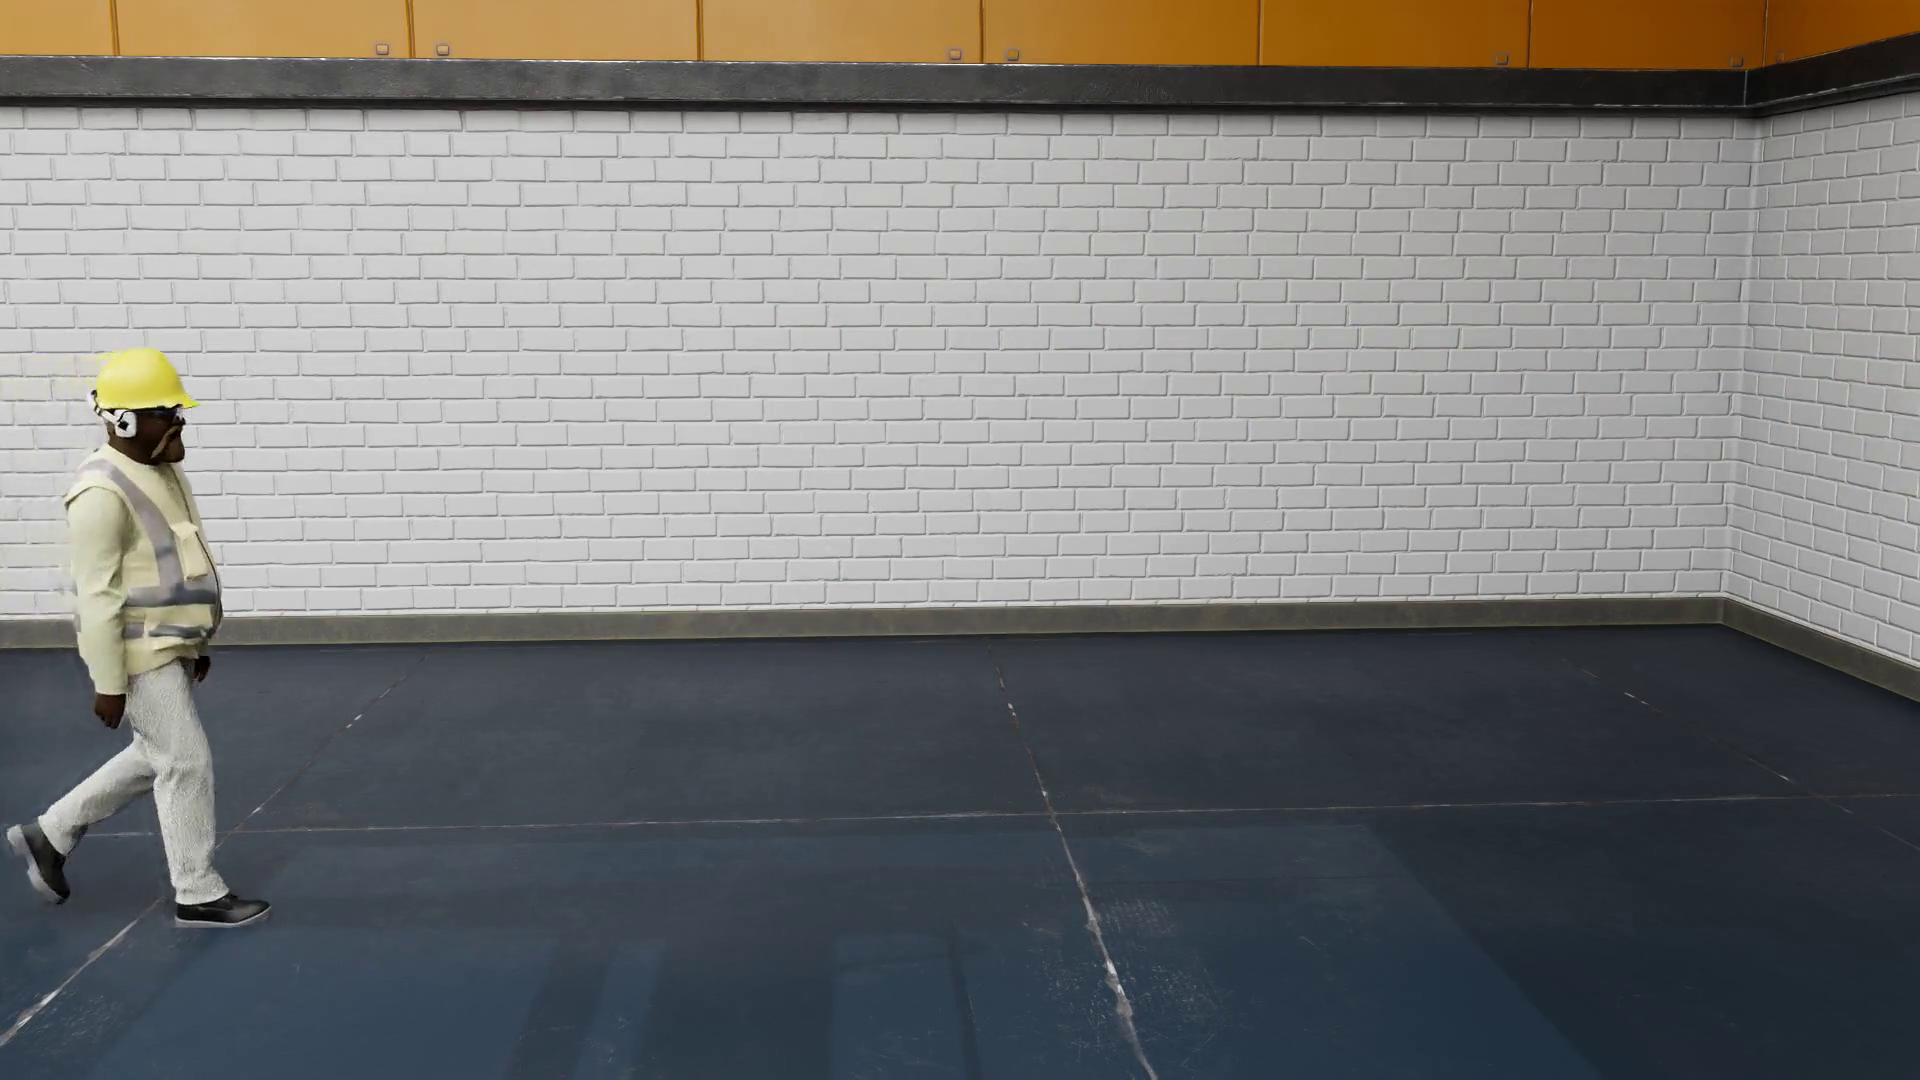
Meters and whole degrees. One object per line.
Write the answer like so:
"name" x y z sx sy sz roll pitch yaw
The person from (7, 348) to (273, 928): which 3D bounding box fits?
"person" -2.564 0.319 5.082 0.732 1.811 0.600 -2 9 -10
